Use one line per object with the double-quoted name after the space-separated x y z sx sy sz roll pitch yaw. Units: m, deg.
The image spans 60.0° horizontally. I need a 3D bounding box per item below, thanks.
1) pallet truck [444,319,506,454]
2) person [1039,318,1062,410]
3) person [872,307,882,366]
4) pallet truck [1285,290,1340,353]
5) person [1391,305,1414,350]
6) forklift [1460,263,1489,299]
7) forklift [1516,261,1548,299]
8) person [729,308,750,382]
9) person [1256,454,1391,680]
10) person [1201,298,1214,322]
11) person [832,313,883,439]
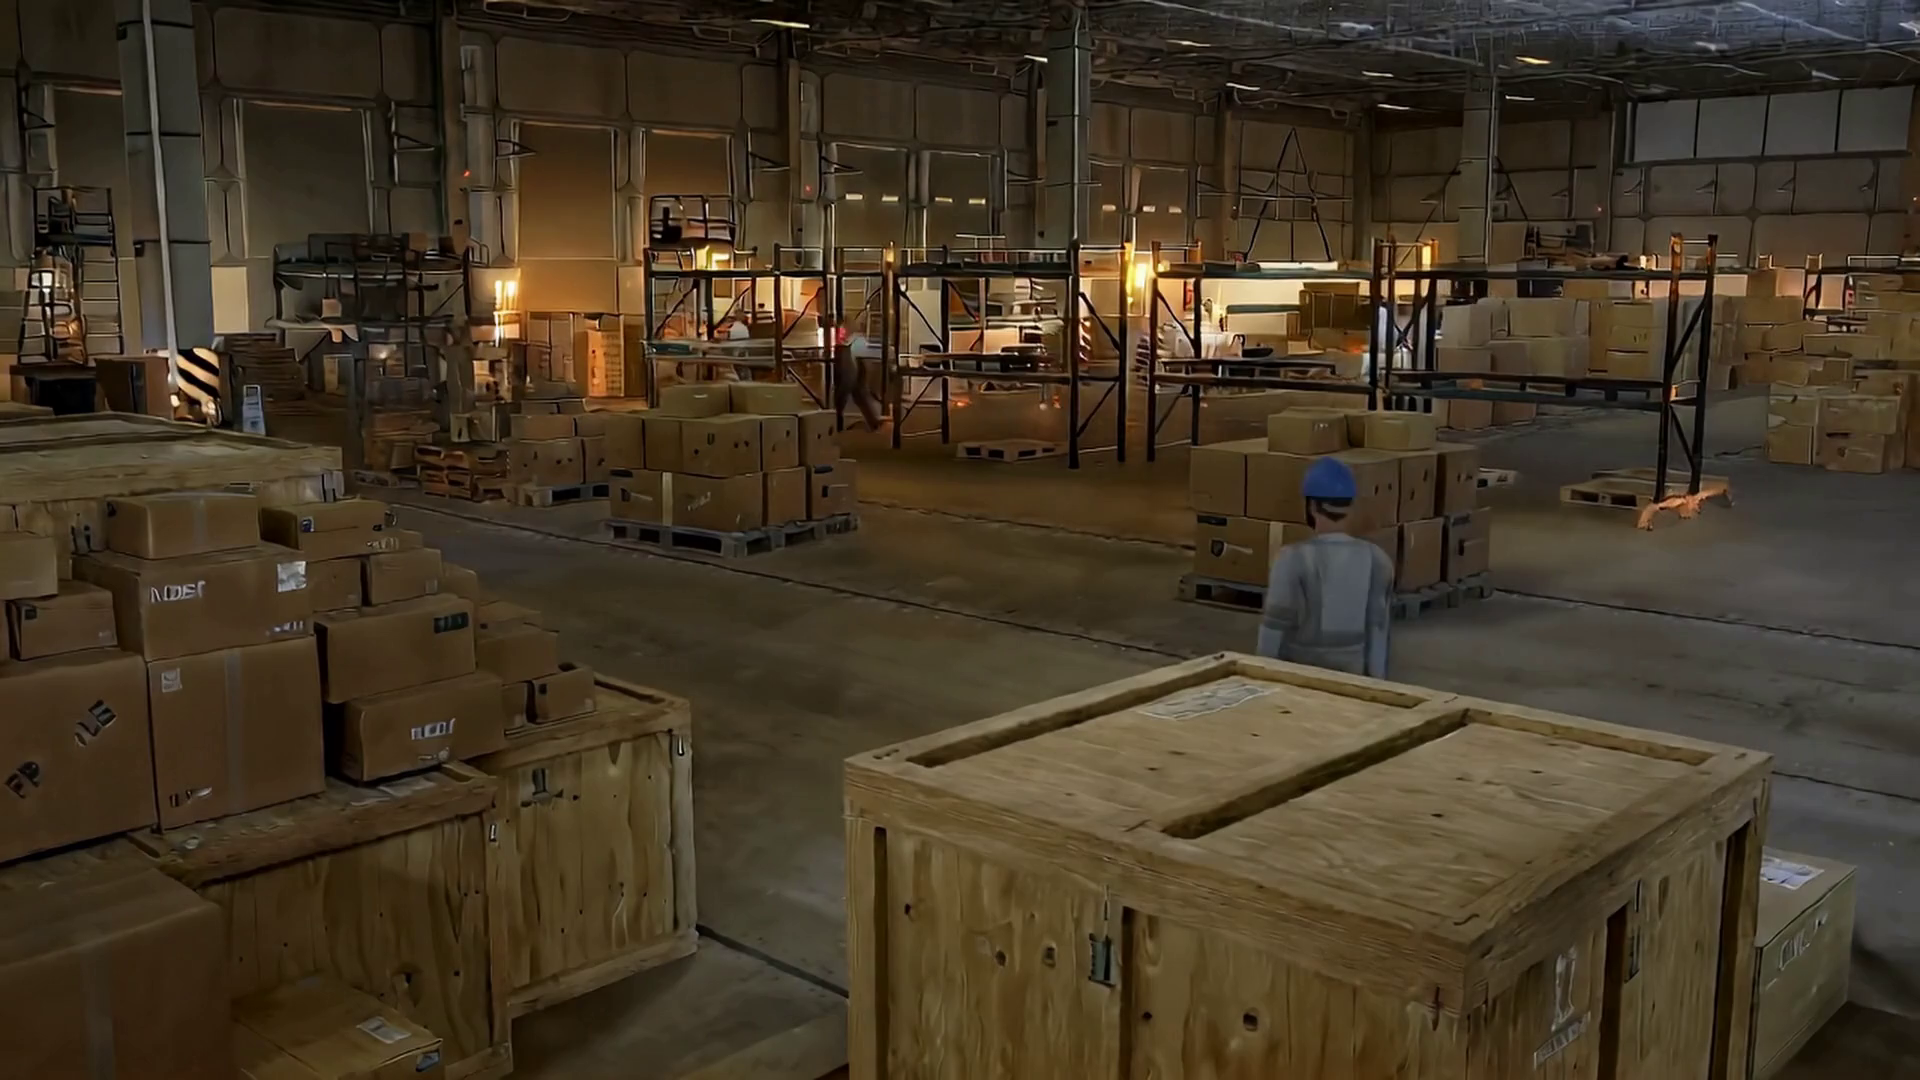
-6.981 -1.942 22.150 1.885 1.965 0.823 1 9 9 "pallet truck"
1.732 -3.327 31.451 0.490 1.735 0.324 -5 11 -30 "person"
-2.205 -5.403 44.498 0.318 1.632 0.525 -1 9 -8 "person"
11.297 -6.951 52.861 1.885 1.965 0.823 -5 11 -29 "pallet truck"
9.188 -3.941 34.679 0.606 1.910 0.669 4 10 25 "person"
14.264 -6.317 46.273 1.873 2.768 1.129 -2 10 -15 "forklift"
12.923 -4.937 37.813 1.873 2.768 1.129 9 13 43 "forklift"
-4.090 -3.352 31.008 0.365 1.931 0.631 -6 11 -34 "person"
1.532 0.597 6.893 0.550 1.900 0.962 -4 10 -24 "person"
6.131 -5.056 41.420 0.362 1.939 0.543 4 10 21 "person"
-1.655 -2.586 25.965 1.012 2.000 0.681 -9 13 -44 "person"
